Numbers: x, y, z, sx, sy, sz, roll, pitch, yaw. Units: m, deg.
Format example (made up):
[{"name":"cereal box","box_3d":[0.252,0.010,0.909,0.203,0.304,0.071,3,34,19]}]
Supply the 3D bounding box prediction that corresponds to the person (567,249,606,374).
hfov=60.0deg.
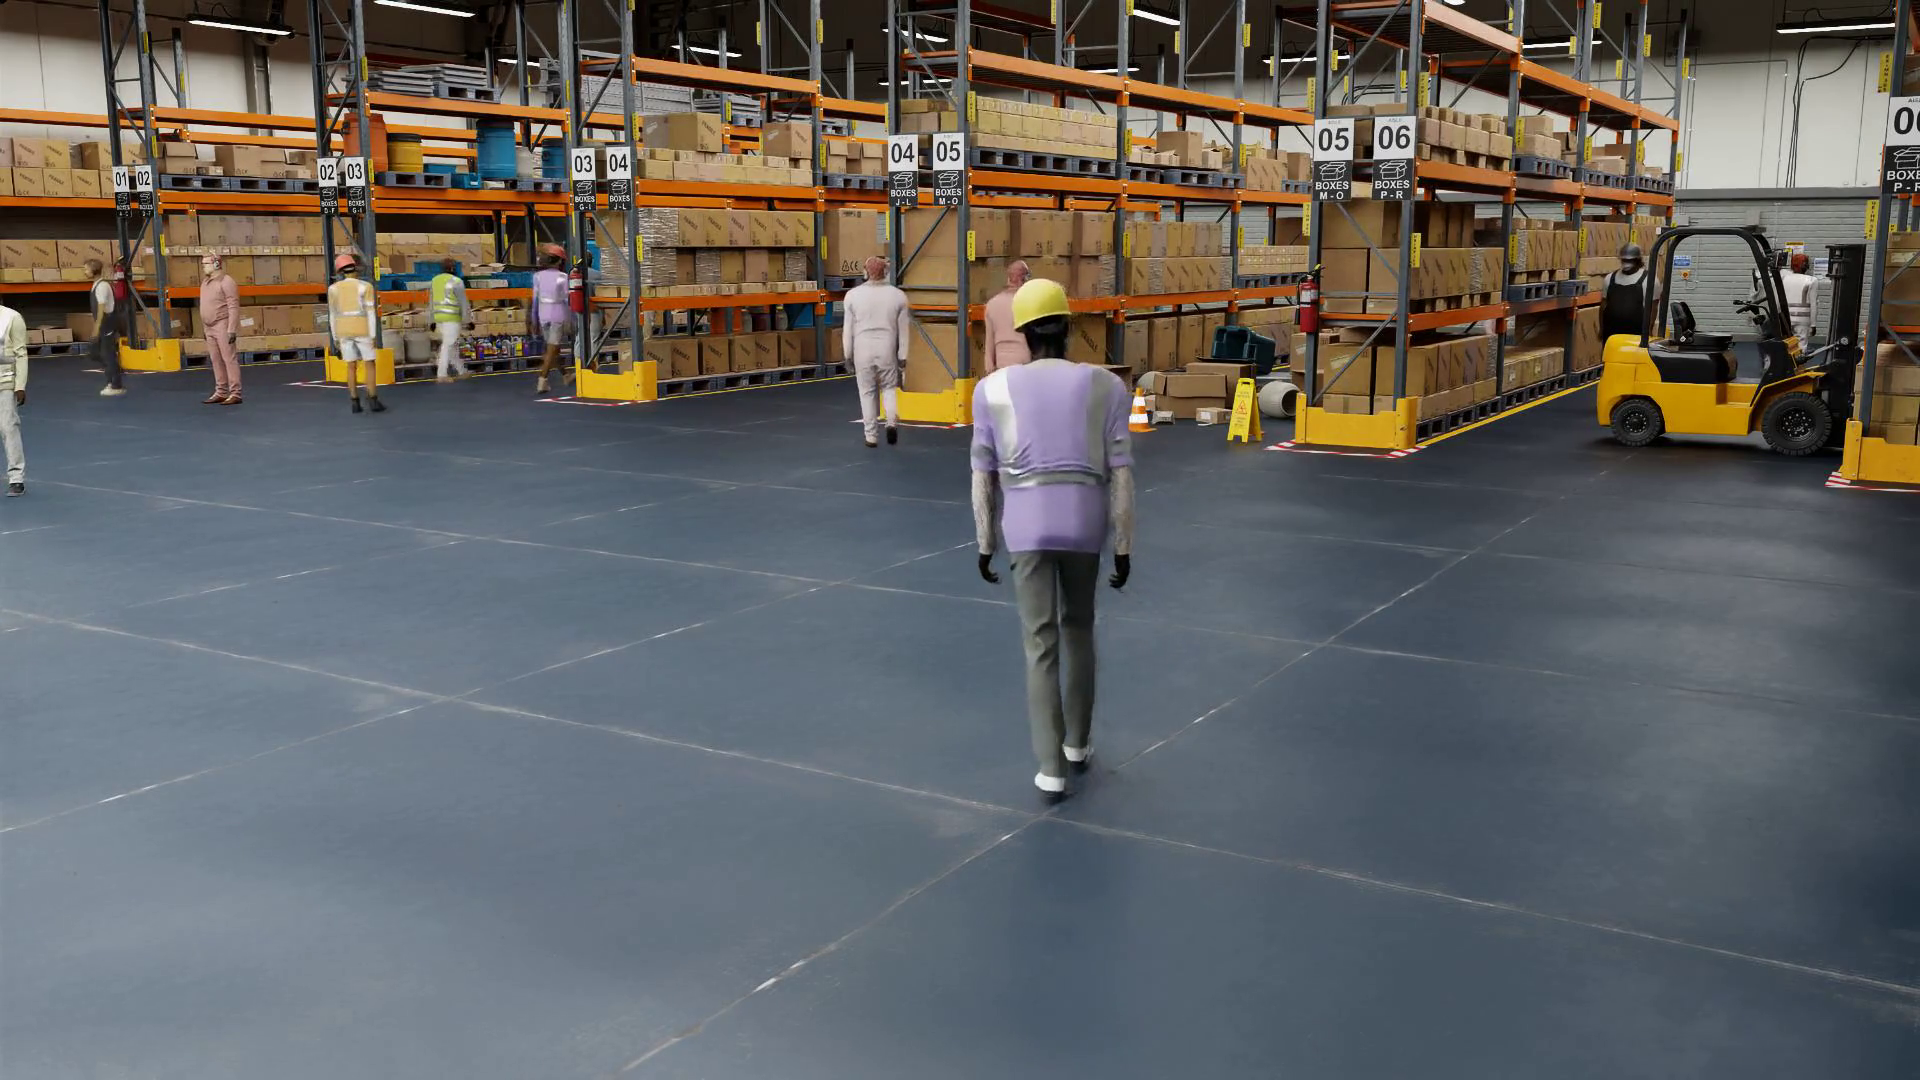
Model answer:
[{"name":"person","box_3d":[-5.534,-3.339,24.674,0.627,1.941,0.370,4,11,20]}]

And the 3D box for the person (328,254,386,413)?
[{"name":"person","box_3d":[-7.276,-2.474,19.958,0.575,1.891,0.512,-1,10,-4]}]

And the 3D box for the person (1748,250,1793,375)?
[{"name":"person","box_3d":[12.484,-3.495,25.586,0.648,1.925,0.609,7,12,35]}]

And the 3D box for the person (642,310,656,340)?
[{"name":"person","box_3d":[-4.797,-3.308,25.358,0.282,1.633,0.498,-9,14,-43]}]

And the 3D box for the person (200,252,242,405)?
[{"name":"person","box_3d":[-9.331,-2.651,20.918,0.644,1.907,0.399,7,12,35]}]

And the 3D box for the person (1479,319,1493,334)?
[{"name":"person","box_3d":[10.252,-4.738,32.519,0.640,1.921,1.036,-2,10,-11]}]

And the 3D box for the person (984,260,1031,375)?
[{"name":"person","box_3d":[0.503,-1.532,14.742,0.645,1.883,0.866,8,13,39]}]

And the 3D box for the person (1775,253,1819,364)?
[{"name":"person","box_3d":[11.352,-2.944,22.611,0.353,1.886,0.573,-10,14,-44]}]

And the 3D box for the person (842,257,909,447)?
[{"name":"person","box_3d":[-0.843,-1.857,16.525,0.646,1.890,0.450,-2,10,-11]}]

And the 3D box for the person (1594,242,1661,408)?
[{"name":"person","box_3d":[8.101,-2.601,20.257,0.687,2.000,0.535,8,13,38]}]

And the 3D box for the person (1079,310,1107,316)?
[{"name":"person","box_3d":[2.203,-3.870,27.492,0.396,1.992,0.622,-9,14,-41]}]

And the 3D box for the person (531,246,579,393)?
[{"name":"person","box_3d":[-5.499,-3.009,22.718,0.628,1.973,1.082,4,11,22]}]

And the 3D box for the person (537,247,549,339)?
[{"name":"person","box_3d":[-7.930,-4.636,31.940,0.635,1.937,0.354,10,14,44]}]

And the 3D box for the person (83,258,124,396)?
[{"name":"person","box_3d":[-11.373,-2.818,22.065,0.418,1.827,0.532,-8,13,-38]}]

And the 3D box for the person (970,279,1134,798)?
[{"name":"person","box_3d":[0.340,-0.019,6.227,0.596,1.887,0.779,-1,10,-3]}]

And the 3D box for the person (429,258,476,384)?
[{"name":"person","box_3d":[-7.359,-3.197,24.257,0.631,1.795,0.937,7,12,34]}]

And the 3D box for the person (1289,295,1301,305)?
[{"name":"person","box_3d":[7.007,-5.023,33.903,0.621,2.012,0.651,-7,12,-35]}]

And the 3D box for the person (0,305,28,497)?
[{"name":"person","box_3d":[-7.753,-1.249,13.262,0.590,1.835,0.404,-1,10,-8]}]

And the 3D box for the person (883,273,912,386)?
[{"name":"person","box_3d":[-0.856,-3.128,23.768,0.636,1.842,0.429,8,13,37]}]

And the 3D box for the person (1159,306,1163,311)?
[{"name":"person","box_3d":[4.617,-5.906,39.340,0.563,1.838,0.390,-9,13,-41]}]
